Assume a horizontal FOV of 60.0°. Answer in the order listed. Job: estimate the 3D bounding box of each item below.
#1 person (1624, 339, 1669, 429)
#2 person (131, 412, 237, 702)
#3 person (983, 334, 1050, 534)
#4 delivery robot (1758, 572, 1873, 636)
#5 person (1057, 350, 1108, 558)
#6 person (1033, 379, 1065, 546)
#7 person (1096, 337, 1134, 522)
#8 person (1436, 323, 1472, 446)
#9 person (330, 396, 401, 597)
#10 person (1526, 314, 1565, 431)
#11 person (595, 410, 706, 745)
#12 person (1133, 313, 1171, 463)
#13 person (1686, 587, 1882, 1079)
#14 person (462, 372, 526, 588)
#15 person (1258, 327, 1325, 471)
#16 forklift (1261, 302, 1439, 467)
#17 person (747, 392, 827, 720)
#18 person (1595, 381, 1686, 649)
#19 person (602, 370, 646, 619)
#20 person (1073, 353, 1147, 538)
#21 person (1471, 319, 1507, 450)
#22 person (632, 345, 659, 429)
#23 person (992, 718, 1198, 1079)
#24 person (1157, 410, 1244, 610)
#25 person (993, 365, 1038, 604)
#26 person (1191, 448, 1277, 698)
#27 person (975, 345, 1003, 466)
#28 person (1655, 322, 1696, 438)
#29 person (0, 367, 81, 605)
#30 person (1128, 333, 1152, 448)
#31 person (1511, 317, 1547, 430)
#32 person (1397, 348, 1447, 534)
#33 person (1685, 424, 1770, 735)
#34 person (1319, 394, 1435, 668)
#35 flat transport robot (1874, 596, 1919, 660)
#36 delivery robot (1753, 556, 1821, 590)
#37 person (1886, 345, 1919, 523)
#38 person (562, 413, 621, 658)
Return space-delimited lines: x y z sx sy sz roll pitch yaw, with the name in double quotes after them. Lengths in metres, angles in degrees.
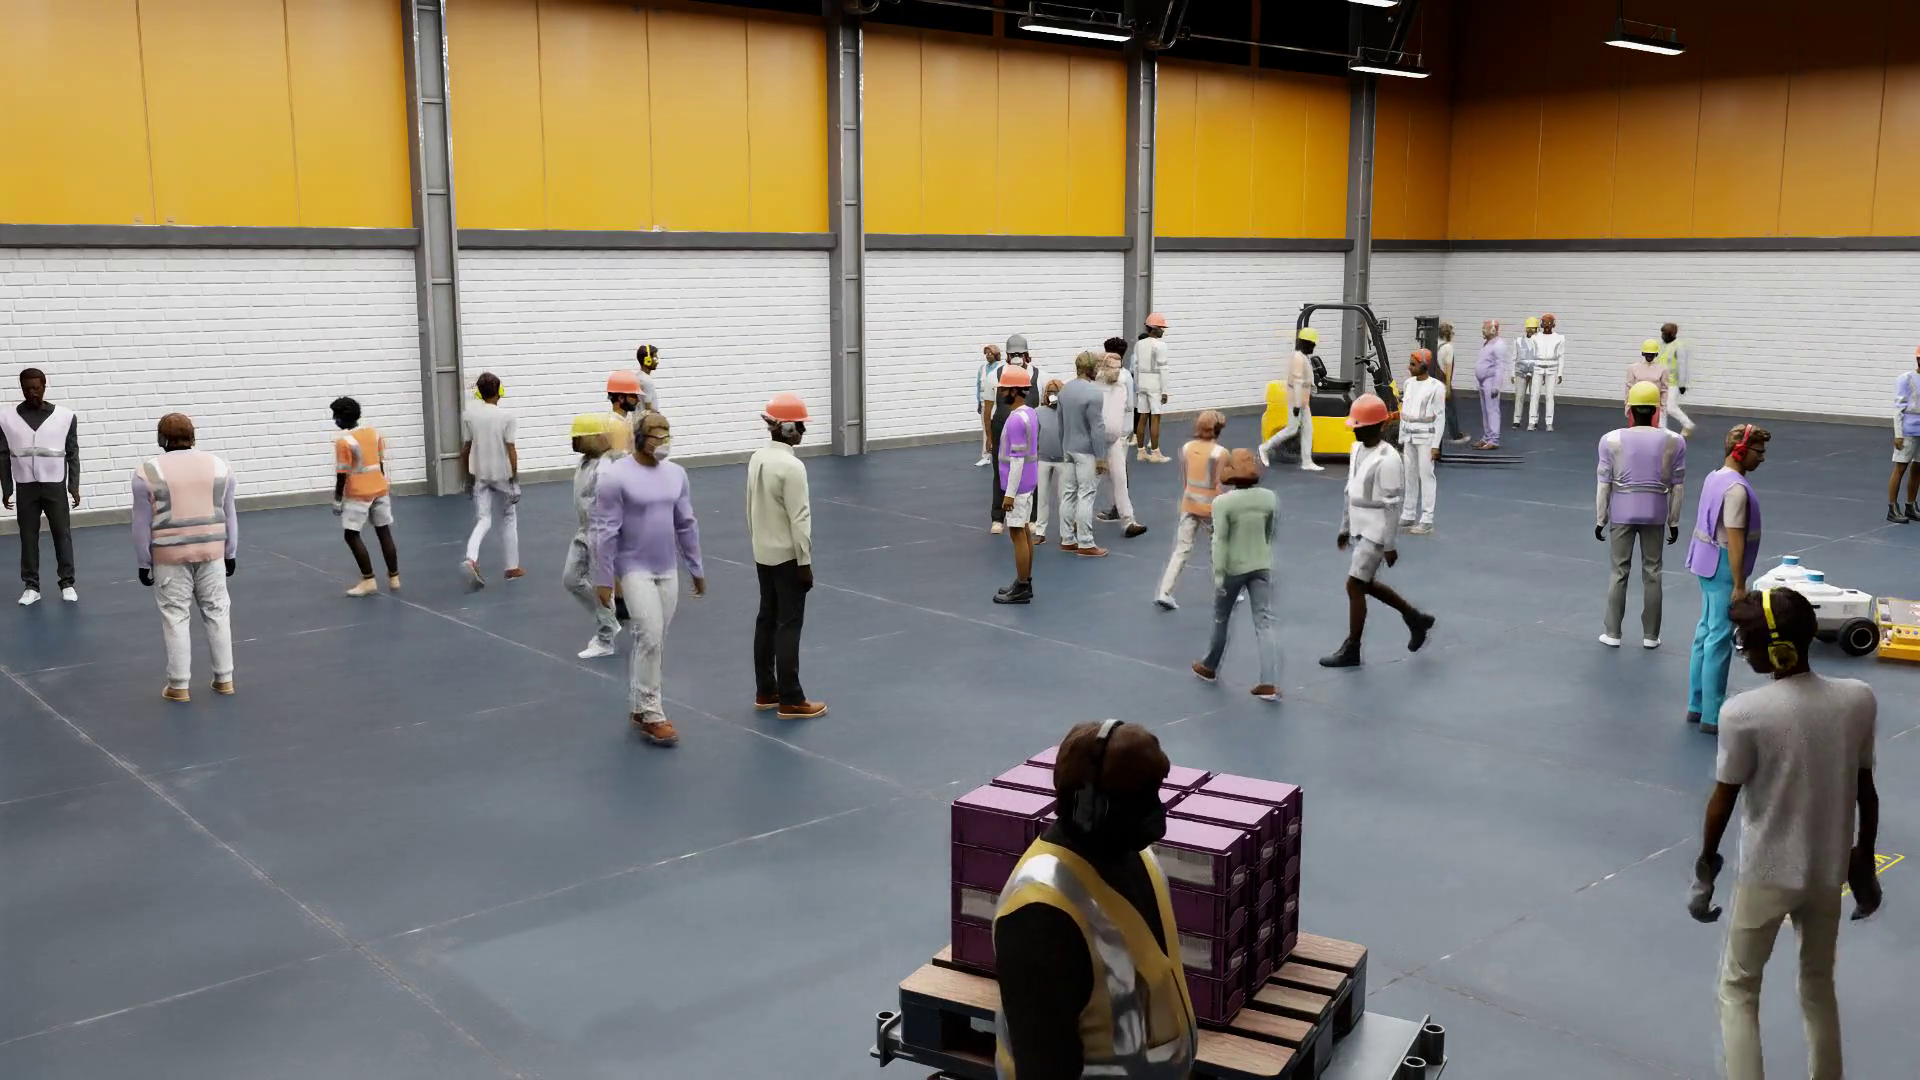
8.818 -1.704 21.389 0.523 1.760 0.325 3 10 17 "person"
-4.916 0.109 10.571 0.628 1.836 0.430 -9 13 -42 "person"
0.579 -1.069 16.842 0.687 2.000 0.538 0 10 0 "person"
6.101 0.472 11.889 0.707 0.478 0.477 0 10 2 "delivery robot"
1.146 -0.802 15.585 0.351 1.936 0.634 -6 11 -30 "person"
0.917 -0.747 16.149 0.498 1.634 0.280 3 10 15 "person"
1.652 -1.171 17.658 0.363 1.965 0.610 3 10 15 "person"
7.249 -2.294 24.662 0.784 1.816 0.521 -4 10 -22 "person"
-4.926 -0.363 13.811 0.381 1.668 0.596 3 10 17 "person"
9.425 -2.693 26.816 0.576 1.882 0.355 3 10 18 "person"
-1.714 0.215 9.649 0.672 1.923 0.662 7 12 36 "person"
2.627 -2.068 22.692 0.394 2.040 0.609 -7 12 -35 "person"
2.576 1.047 5.083 0.598 1.834 0.453 -1 10 -5 "person"
-4.033 -0.516 14.243 0.535 1.837 0.839 1 10 8 "person"
4.384 -1.855 21.862 0.838 1.893 0.600 4 11 23 "person"
5.320 -2.157 22.763 2.313 2.155 1.214 3 10 16 "forklift"
-1.067 0.093 10.180 0.398 1.990 0.623 -7 12 -34 "person"
4.857 -0.173 11.924 0.587 1.930 0.359 3 10 14 "person"
-2.608 -0.353 12.957 0.364 1.934 0.553 -3 10 -17 "person"
1.467 -0.937 16.630 0.659 1.849 1.003 -6 11 -32 "person"
7.700 -2.265 24.239 0.403 1.906 0.651 0 10 1 "person"
-3.374 -1.177 18.000 0.324 1.860 0.533 -4 11 -24 "person"
0.300 1.284 3.655 0.429 1.839 0.633 4 10 21 "person"
1.916 -0.236 13.247 0.838 1.600 0.510 -8 13 -40 "person"
0.449 -0.446 13.500 0.356 1.939 0.543 2 10 12 "person"
1.822 0.200 10.749 0.494 1.581 0.852 -3 10 -19 "person"
0.444 -1.786 22.217 0.514 1.639 0.315 8 12 37 "person"
10.795 -2.383 25.172 0.565 1.826 0.644 -2 10 -10 "person"
-7.471 -0.442 13.527 0.593 1.922 0.392 -4 10 -22 "person"
2.721 -2.201 24.491 0.531 1.692 0.320 6 11 30 "person"
9.240 -2.699 26.998 0.591 1.833 0.403 4 11 23 "person"
4.672 -1.005 16.929 0.357 1.883 0.573 -5 11 -26 "person"
4.508 0.230 9.831 0.391 1.837 0.563 2 10 11 "person"
2.901 -0.061 11.385 0.809 1.895 0.589 -2 10 -9 "person"
6.993 0.641 12.004 0.652 0.197 1.431 5 11 27 "flat transport robot"
6.240 0.363 12.527 0.477 0.478 0.707 8 13 40 "delivery robot"
10.115 -1.136 17.563 0.542 1.929 0.374 -3 10 -15 "person"
-2.584 -0.027 11.621 0.352 1.728 0.512 -7 12 -35 "person"
